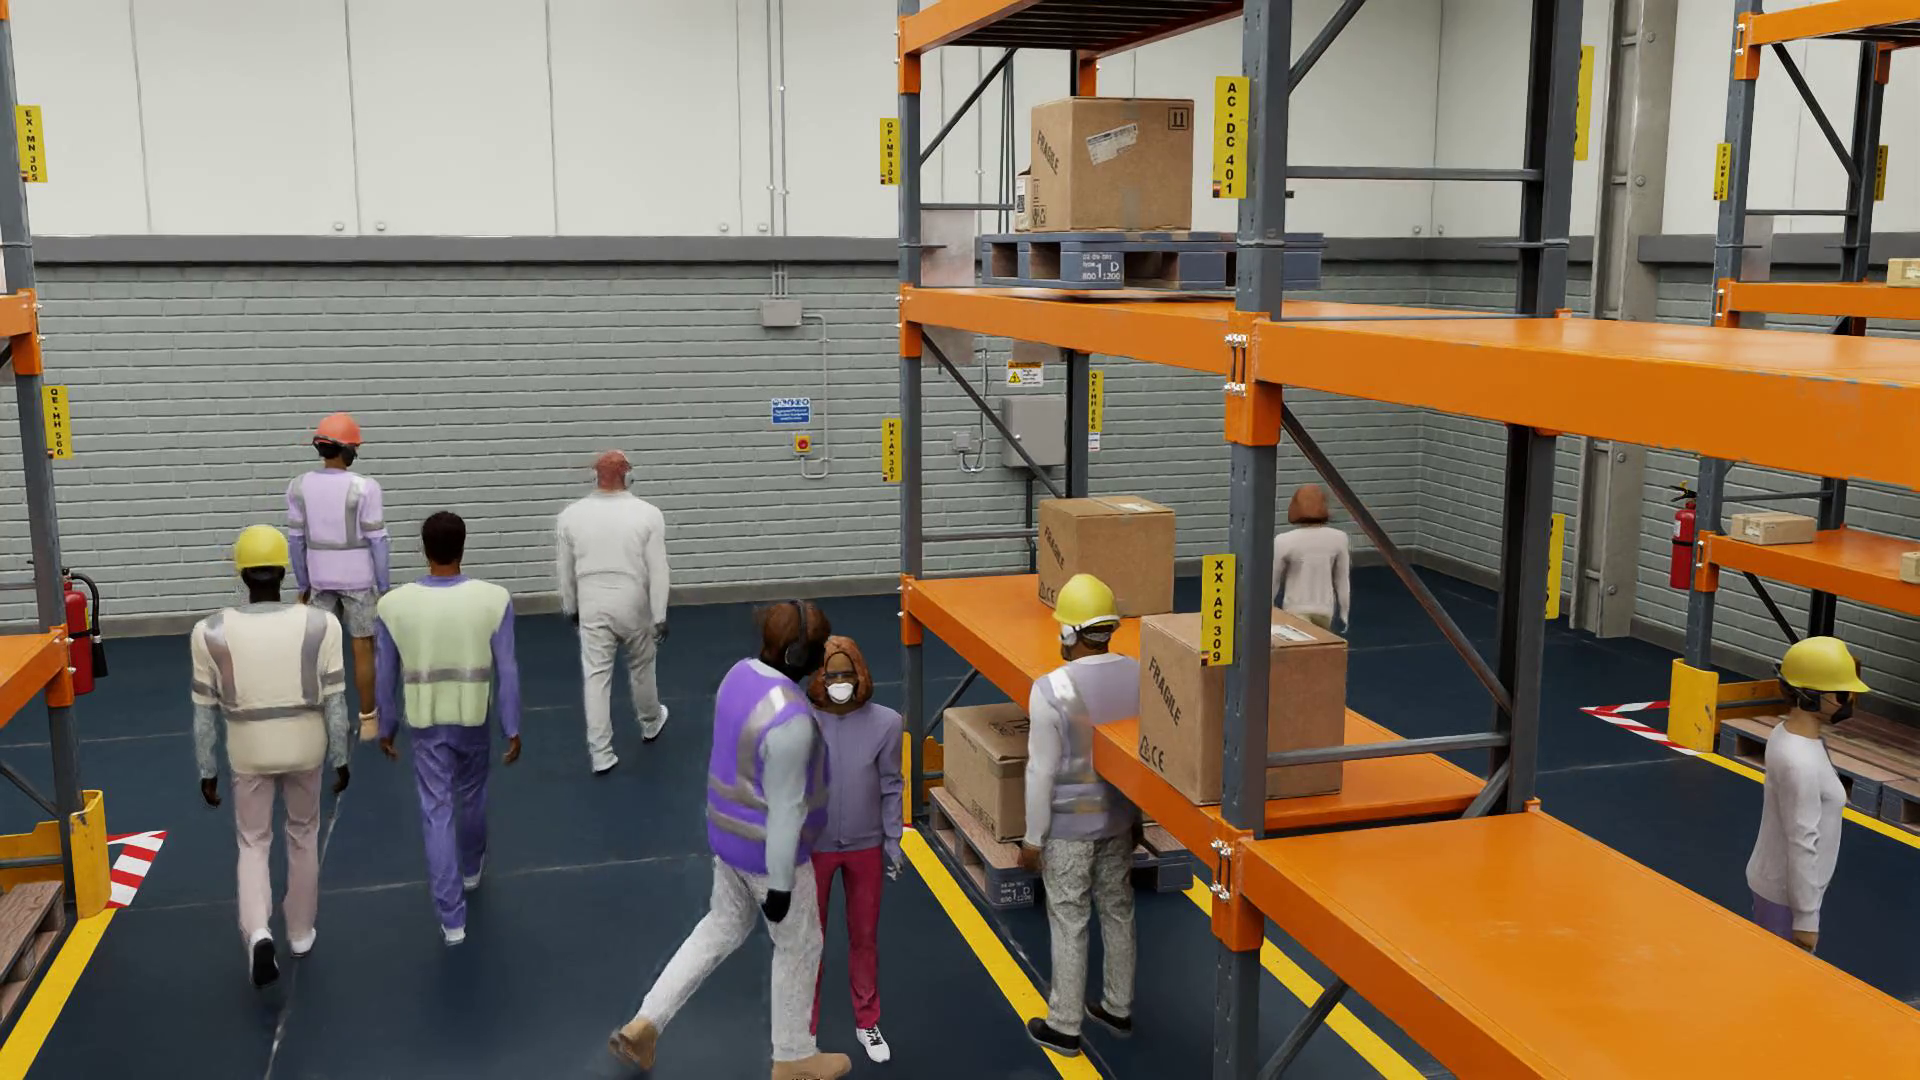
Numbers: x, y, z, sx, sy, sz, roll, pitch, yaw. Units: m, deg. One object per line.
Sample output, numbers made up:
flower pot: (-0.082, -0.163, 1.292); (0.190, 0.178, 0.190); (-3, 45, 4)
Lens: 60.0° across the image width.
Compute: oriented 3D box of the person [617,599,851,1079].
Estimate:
person: (-0.814, 1.108, 5.947); (0.778, 1.803, 0.665); (-5, 11, -25)

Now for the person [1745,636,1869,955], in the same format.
person: (2.809, 1.188, 5.587); (0.308, 1.769, 0.525); (4, 11, 20)

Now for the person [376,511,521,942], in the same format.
person: (-2.318, 0.795, 7.543); (0.609, 1.863, 0.993); (-3, 10, -17)

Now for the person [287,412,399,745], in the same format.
person: (-3.774, 0.238, 10.212); (0.614, 2.040, 0.391); (2, 10, 9)

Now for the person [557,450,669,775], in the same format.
person: (-2.023, 0.388, 9.865); (0.676, 1.852, 0.976); (0, 10, 3)

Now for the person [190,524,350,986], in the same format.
person: (-2.849, 0.887, 6.907); (0.595, 1.907, 0.705); (-4, 11, -20)

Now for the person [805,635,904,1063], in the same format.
person: (-0.448, 1.151, 6.171); (0.499, 1.633, 0.286); (-3, 10, -14)

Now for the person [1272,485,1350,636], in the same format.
person: (2.120, 0.447, 10.304); (0.524, 1.578, 0.871); (-2, 10, -13)

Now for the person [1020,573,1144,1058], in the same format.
person: (0.473, 1.032, 6.289); (0.595, 1.830, 0.403); (-7, 12, -36)
